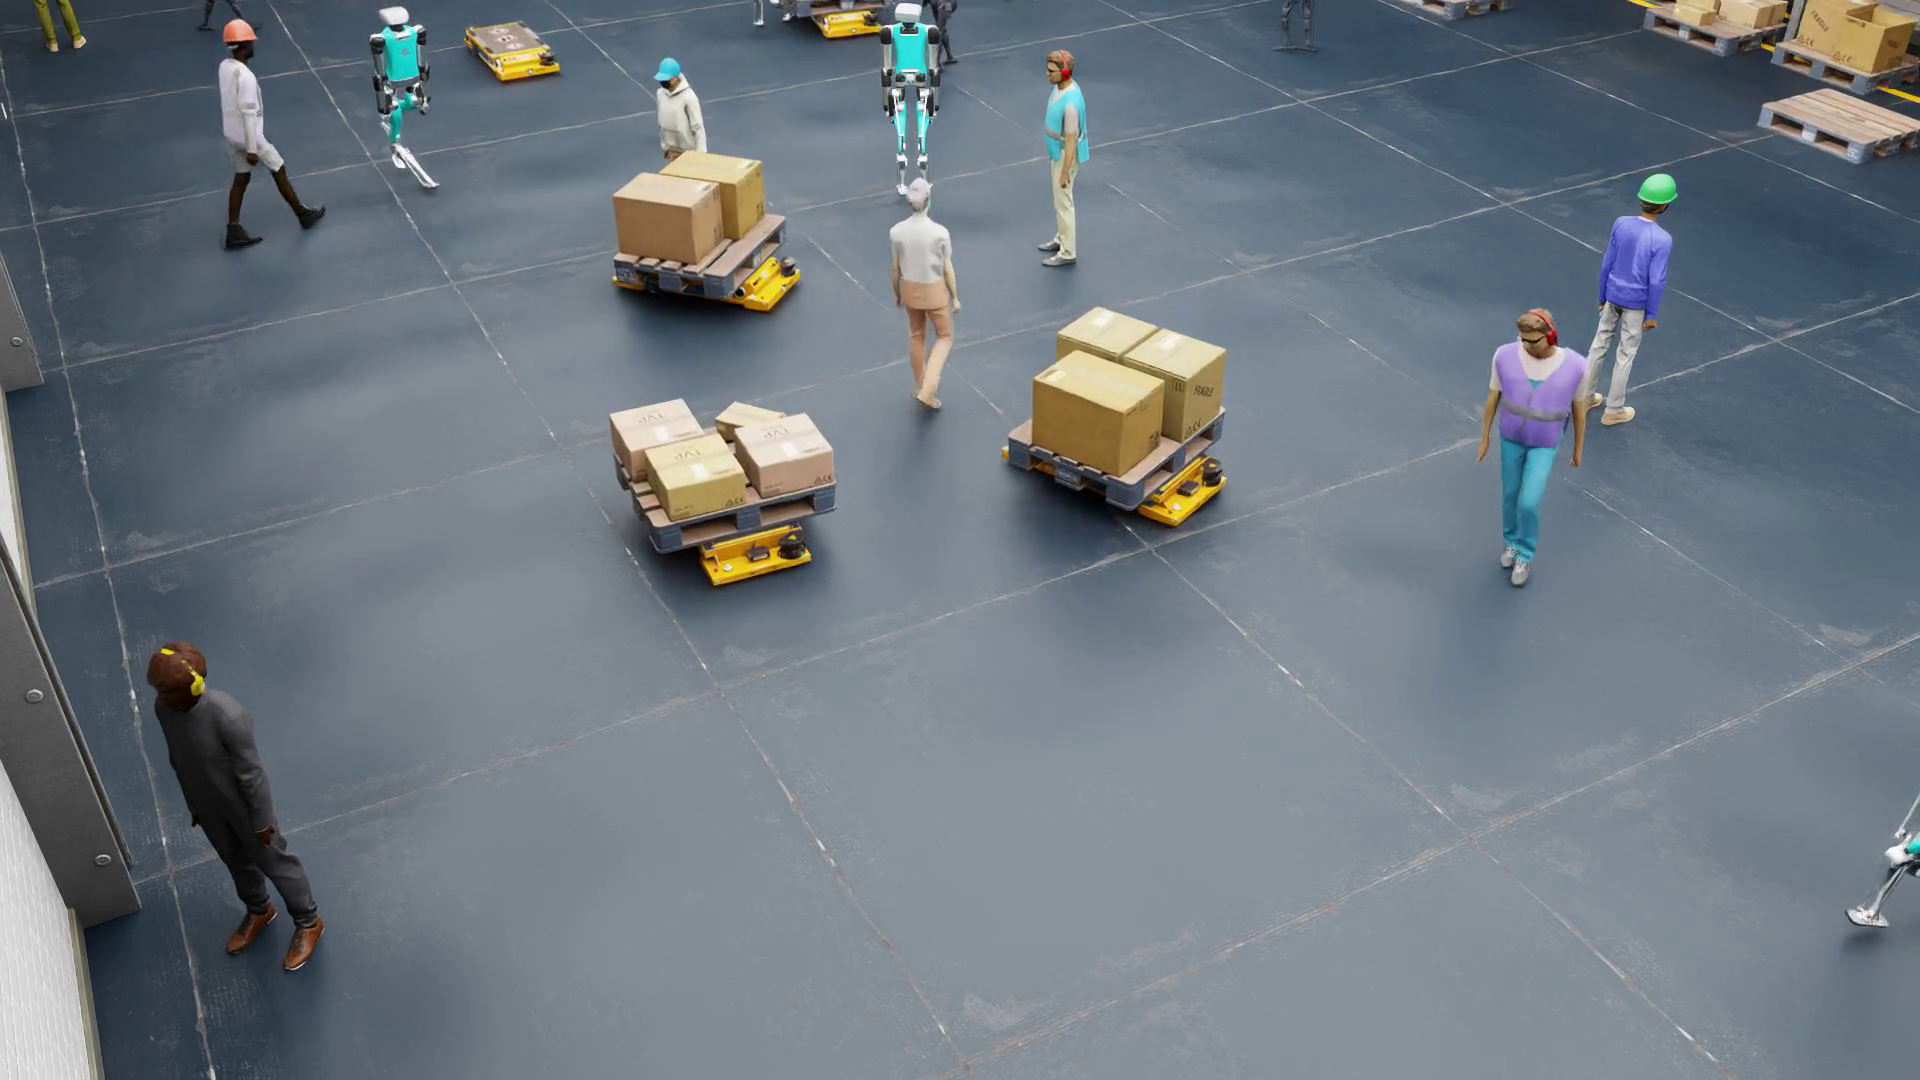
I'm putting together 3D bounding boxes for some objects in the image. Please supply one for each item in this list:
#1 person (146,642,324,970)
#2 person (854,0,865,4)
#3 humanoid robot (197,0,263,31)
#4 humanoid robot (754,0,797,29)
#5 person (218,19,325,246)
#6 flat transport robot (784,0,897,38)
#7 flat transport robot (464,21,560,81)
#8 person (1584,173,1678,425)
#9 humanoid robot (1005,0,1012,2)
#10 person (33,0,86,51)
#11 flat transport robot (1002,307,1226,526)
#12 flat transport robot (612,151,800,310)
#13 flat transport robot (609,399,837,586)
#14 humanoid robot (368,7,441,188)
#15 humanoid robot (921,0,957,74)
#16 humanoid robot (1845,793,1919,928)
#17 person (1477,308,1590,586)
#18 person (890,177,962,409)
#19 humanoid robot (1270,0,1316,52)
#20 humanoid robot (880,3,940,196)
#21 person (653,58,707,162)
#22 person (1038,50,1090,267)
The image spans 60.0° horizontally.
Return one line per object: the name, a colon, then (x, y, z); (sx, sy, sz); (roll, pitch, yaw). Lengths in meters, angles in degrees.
person: (-3.330, 1.206, 7.608); (0.489, 1.866, 0.354); (12, 37, 16)
person: (-1.186, -6.925, 19.227); (0.637, 1.845, 0.702); (-4, 35, -5)
humanoid robot: (-8.500, -6.608, 18.964); (0.787, 1.626, 0.609); (-4, 35, -6)
humanoid robot: (-2.159, -6.601, 18.917); (0.535, 1.766, 1.063); (12, 37, 17)
person: (-6.076, -3.486, 14.285); (0.573, 1.875, 0.987); (28, 44, 34)
flat transport robot: (-1.461, -6.267, 19.664); (0.659, 0.231, 1.431); (-12, 37, -16)
flat transport robot: (-5.005, -5.453, 18.501); (0.659, 0.231, 1.431); (-18, 39, -24)
person: (4.724, -1.693, 11.738); (0.341, 1.872, 0.468); (-24, 42, -30)
humanoid robot: (0.713, -7.353, 19.964); (0.543, 1.808, 0.816); (7, 36, 10)
person: (-10.187, -6.352, 18.420); (0.518, 1.837, 0.379); (-15, 38, -20)
flat transport robot: (1.057, -0.540, 11.487); (1.431, 0.231, 0.659); (24, 41, 30)
flat transport robot: (-2.124, -2.232, 13.903); (1.431, 0.231, 0.659); (11, 37, 15)
flat transport robot: (-1.545, -0.213, 11.020); (0.659, 0.231, 1.431); (-15, 38, -20)
humanoid robot: (-5.235, -4.109, 15.352); (0.540, 1.733, 1.030); (-28, 43, -34)
humanoid robot: (-0.208, -5.879, 17.898); (0.537, 1.633, 0.591); (-22, 40, -28)
humanoid robot: (4.617, 1.191, 7.778); (1.030, 1.762, 0.539); (-7, 36, -10)
person: (3.461, -0.563, 10.176); (0.621, 1.809, 0.643); (19, 39, 24)
person: (-0.250, -1.765, 11.957); (0.515, 1.736, 0.556); (13, 37, 18)
humanoid robot: (3.778, -6.245, 18.411); (0.566, 1.640, 0.590); (18, 39, 24)
humanoid robot: (-0.446, -3.860, 14.831); (0.533, 1.677, 0.735); (1, 35, 1)
person: (-2.379, -3.326, 14.257); (0.487, 1.650, 0.484); (19, 39, 25)
person: (0.880, -3.191, 13.909); (0.387, 1.836, 0.568); (-3, 35, -4)
